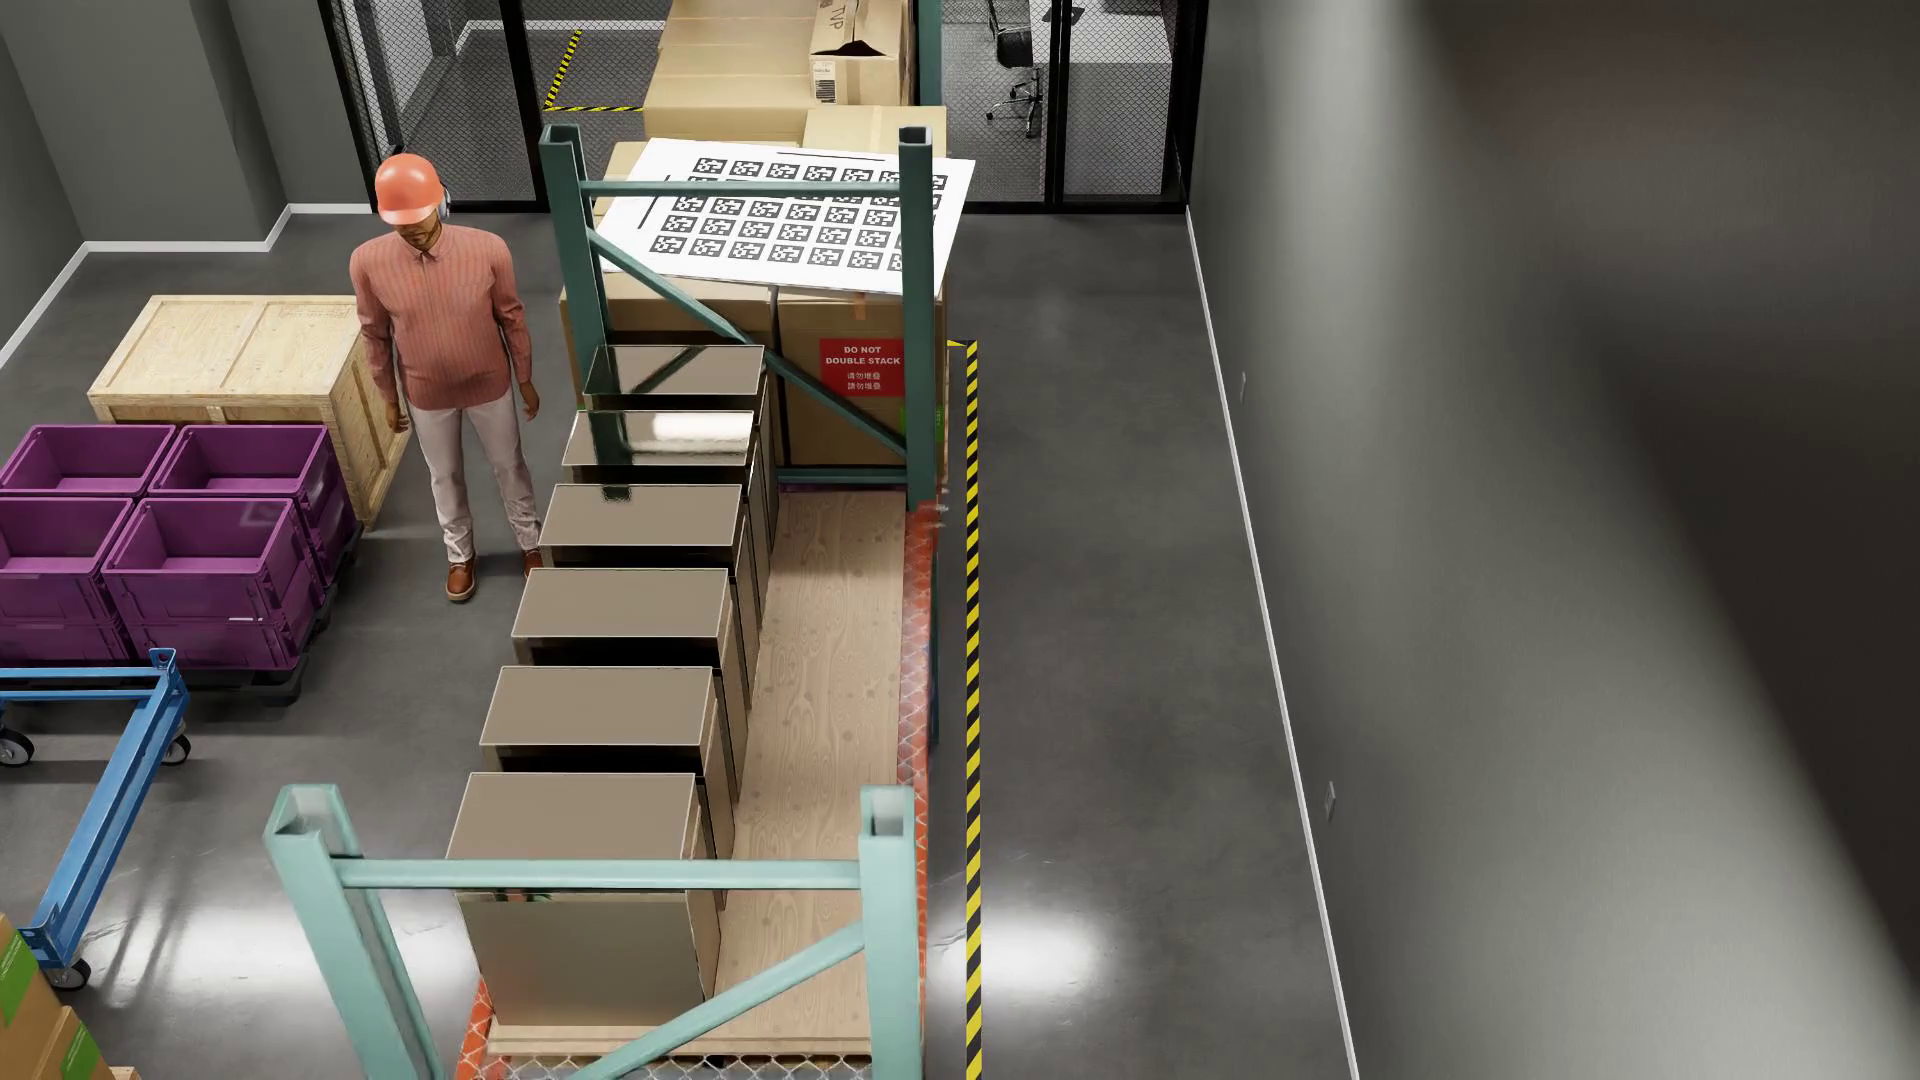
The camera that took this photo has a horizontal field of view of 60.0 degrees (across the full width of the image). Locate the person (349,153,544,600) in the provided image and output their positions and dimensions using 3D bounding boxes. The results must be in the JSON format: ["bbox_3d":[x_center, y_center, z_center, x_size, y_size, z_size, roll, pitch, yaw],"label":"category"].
[{"bbox_3d":[-1.980,-0.614,6.546,0.622,1.994,0.381,-10,42,-11],"label":"person"}]
